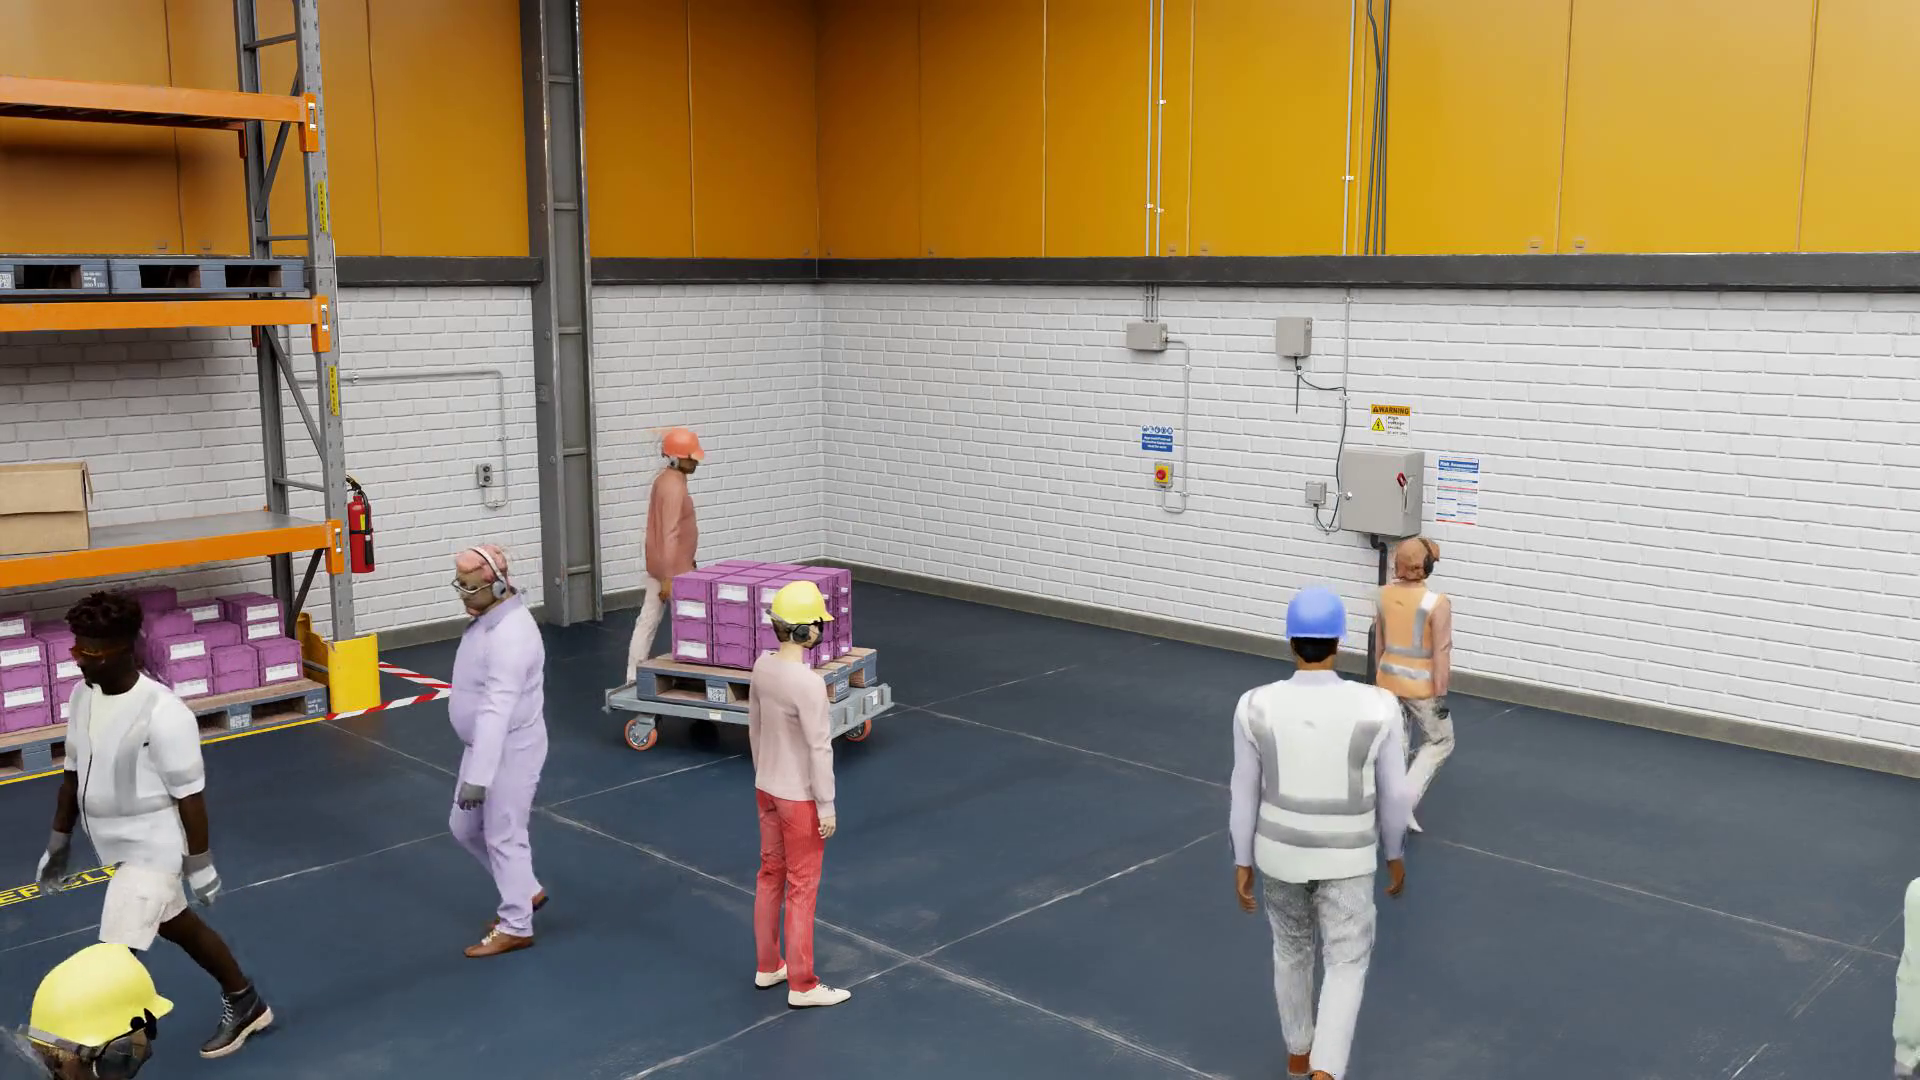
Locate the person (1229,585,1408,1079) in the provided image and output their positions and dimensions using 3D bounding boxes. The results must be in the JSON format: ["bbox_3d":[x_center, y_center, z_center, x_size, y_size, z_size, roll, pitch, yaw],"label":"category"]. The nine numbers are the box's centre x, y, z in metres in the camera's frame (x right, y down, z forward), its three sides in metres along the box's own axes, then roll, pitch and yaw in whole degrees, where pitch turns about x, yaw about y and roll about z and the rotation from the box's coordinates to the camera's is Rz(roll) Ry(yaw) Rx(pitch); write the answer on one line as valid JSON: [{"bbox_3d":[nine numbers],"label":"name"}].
[{"bbox_3d":[1.255,1.127,5.906,0.620,1.923,0.854,3,10,20],"label":"person"}]

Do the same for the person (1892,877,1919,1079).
[{"bbox_3d":[2.940,1.457,4.769,0.514,1.616,0.574,0,9,-2],"label":"person"}]

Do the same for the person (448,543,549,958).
[{"bbox_3d":[-2.045,0.931,7.243,0.467,1.879,0.689,-5,11,-29],"label":"person"}]

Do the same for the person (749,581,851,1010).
[{"bbox_3d":[-0.668,1.041,6.884,0.324,1.767,0.533,-7,12,-36],"label":"person"}]

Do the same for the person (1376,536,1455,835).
[{"bbox_3d":[2.414,0.787,8.865,0.373,1.622,0.534,-6,11,-32],"label":"person"}]

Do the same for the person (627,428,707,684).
[{"bbox_3d":[-1.915,0.174,11.636,1.001,1.931,0.716,-4,10,-24],"label":"person"}]

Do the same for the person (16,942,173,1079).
[{"bbox_3d":[-1.676,1.650,3.308,0.538,1.720,0.932,4,10,25],"label":"person"}]

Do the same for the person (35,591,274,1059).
[{"bbox_3d":[-2.970,1.103,6.092,0.606,1.917,1.000,7,12,38],"label":"person"}]
